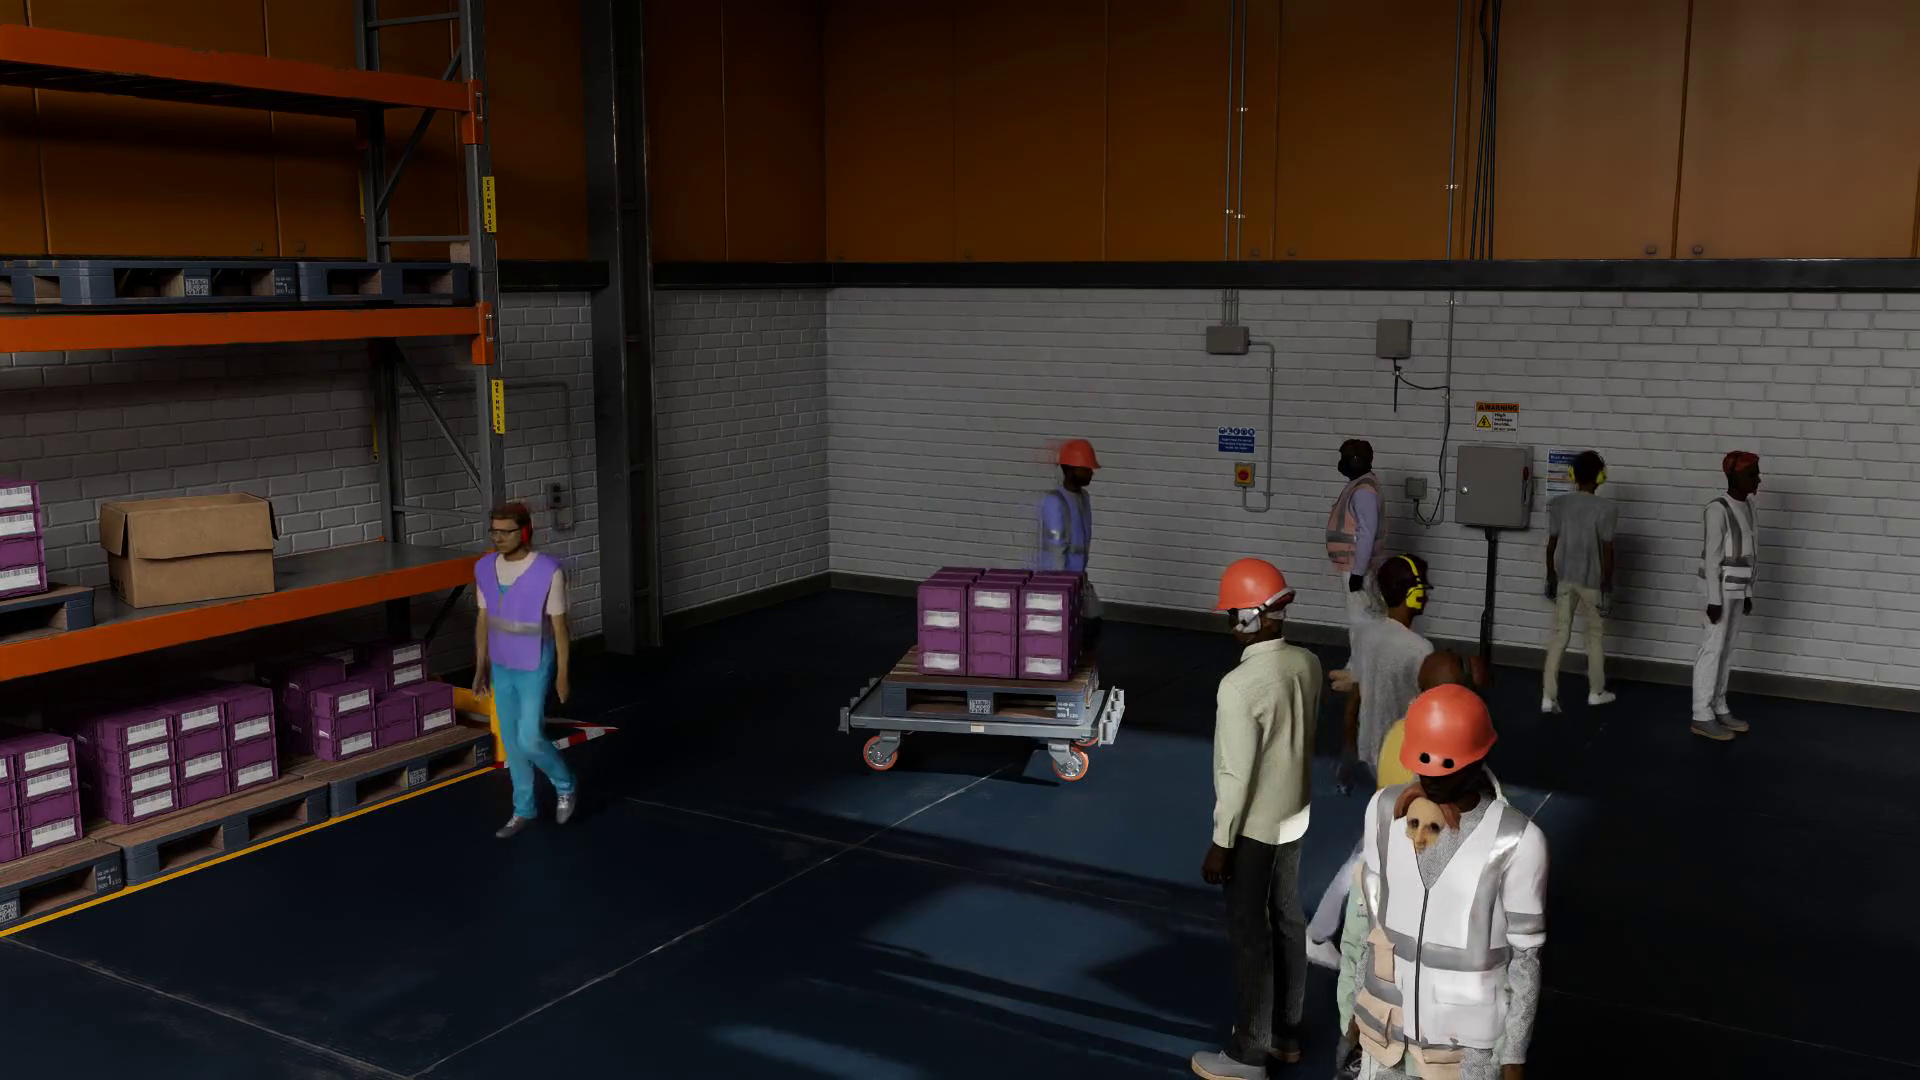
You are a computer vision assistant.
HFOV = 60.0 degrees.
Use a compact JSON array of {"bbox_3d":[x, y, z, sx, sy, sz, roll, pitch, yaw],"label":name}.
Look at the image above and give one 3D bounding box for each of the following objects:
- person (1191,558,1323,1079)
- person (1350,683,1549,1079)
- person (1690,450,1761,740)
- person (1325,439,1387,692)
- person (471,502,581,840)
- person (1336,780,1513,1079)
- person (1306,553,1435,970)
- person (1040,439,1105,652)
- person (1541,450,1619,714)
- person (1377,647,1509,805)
[{"bbox_3d":[1.110,1.051,6.229,0.389,1.986,0.608,7,12,39],"label":"person"},{"bbox_3d":[1.329,1.335,4.643,0.543,1.928,0.371,7,12,39],"label":"person"},{"bbox_3d":[5.043,0.353,10.913,0.576,1.882,0.362,-9,12,-43],"label":"person"},{"bbox_3d":[2.875,0.180,12.117,0.429,1.842,0.630,2,9,11],"label":"person"},{"bbox_3d":[-2.350,0.693,8.936,0.577,1.829,0.430,5,10,29],"label":"person"},{"bbox_3d":[1.310,1.464,4.719,0.514,1.644,0.307,7,11,37],"label":"person"},{"bbox_3d":[1.885,0.967,7.294,0.987,1.826,0.519,-3,9,-16],"label":"person"},{"bbox_3d":[0.761,0.260,11.390,0.507,1.913,0.544,7,11,36],"label":"person"},{"bbox_3d":[4.270,0.292,11.488,0.529,1.832,0.882,8,12,42],"label":"person"},{"bbox_3d":[1.555,1.247,5.527,0.658,1.821,0.645,-1,9,-5],"label":"person"}]
